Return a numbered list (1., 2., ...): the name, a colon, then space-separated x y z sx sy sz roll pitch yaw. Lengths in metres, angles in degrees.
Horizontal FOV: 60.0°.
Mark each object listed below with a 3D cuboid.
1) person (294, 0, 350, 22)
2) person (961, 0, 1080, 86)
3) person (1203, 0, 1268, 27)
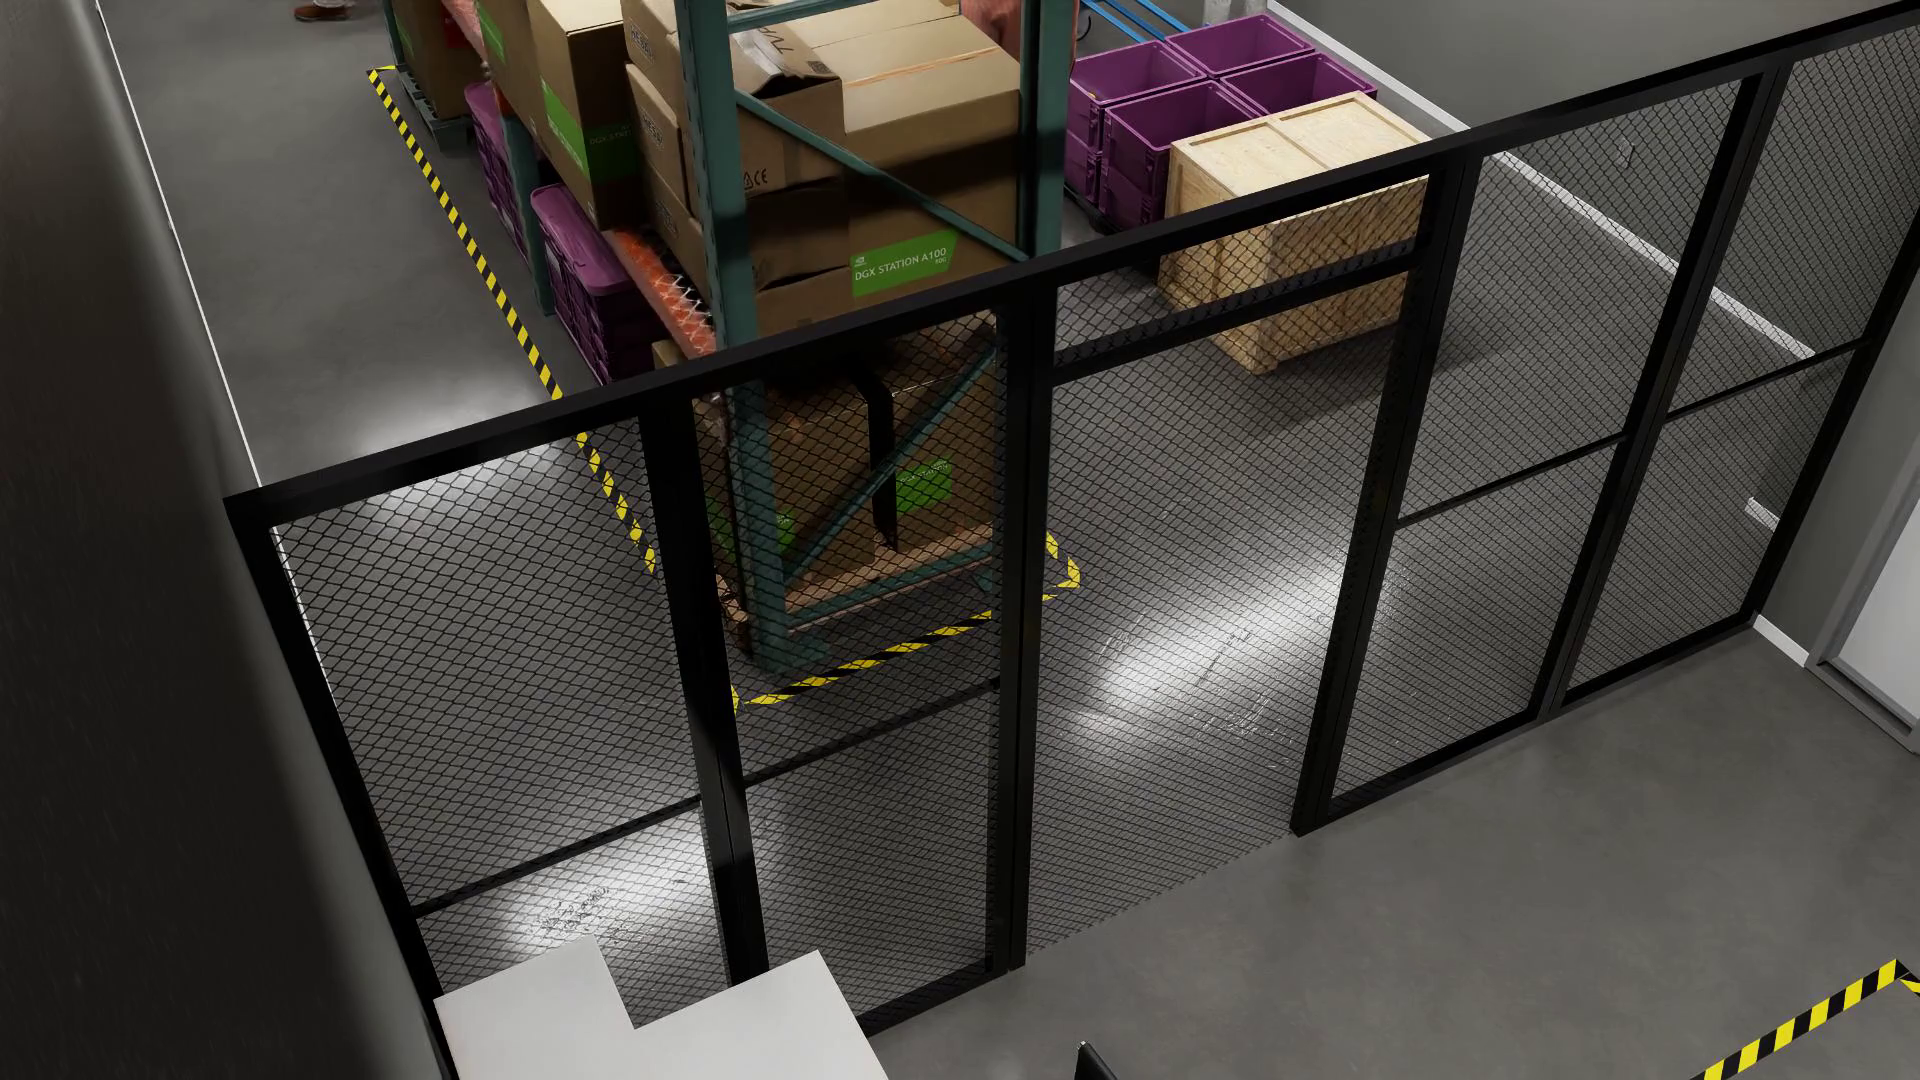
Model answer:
1. person: -3.323 -3.785 9.142 1.028 1.878 0.667 -8 43 -8
2. person: 0.224 -1.808 6.882 0.608 1.995 0.377 -31 51 -30
3. person: 1.443 -3.265 8.603 0.591 1.821 0.403 -18 45 -18
